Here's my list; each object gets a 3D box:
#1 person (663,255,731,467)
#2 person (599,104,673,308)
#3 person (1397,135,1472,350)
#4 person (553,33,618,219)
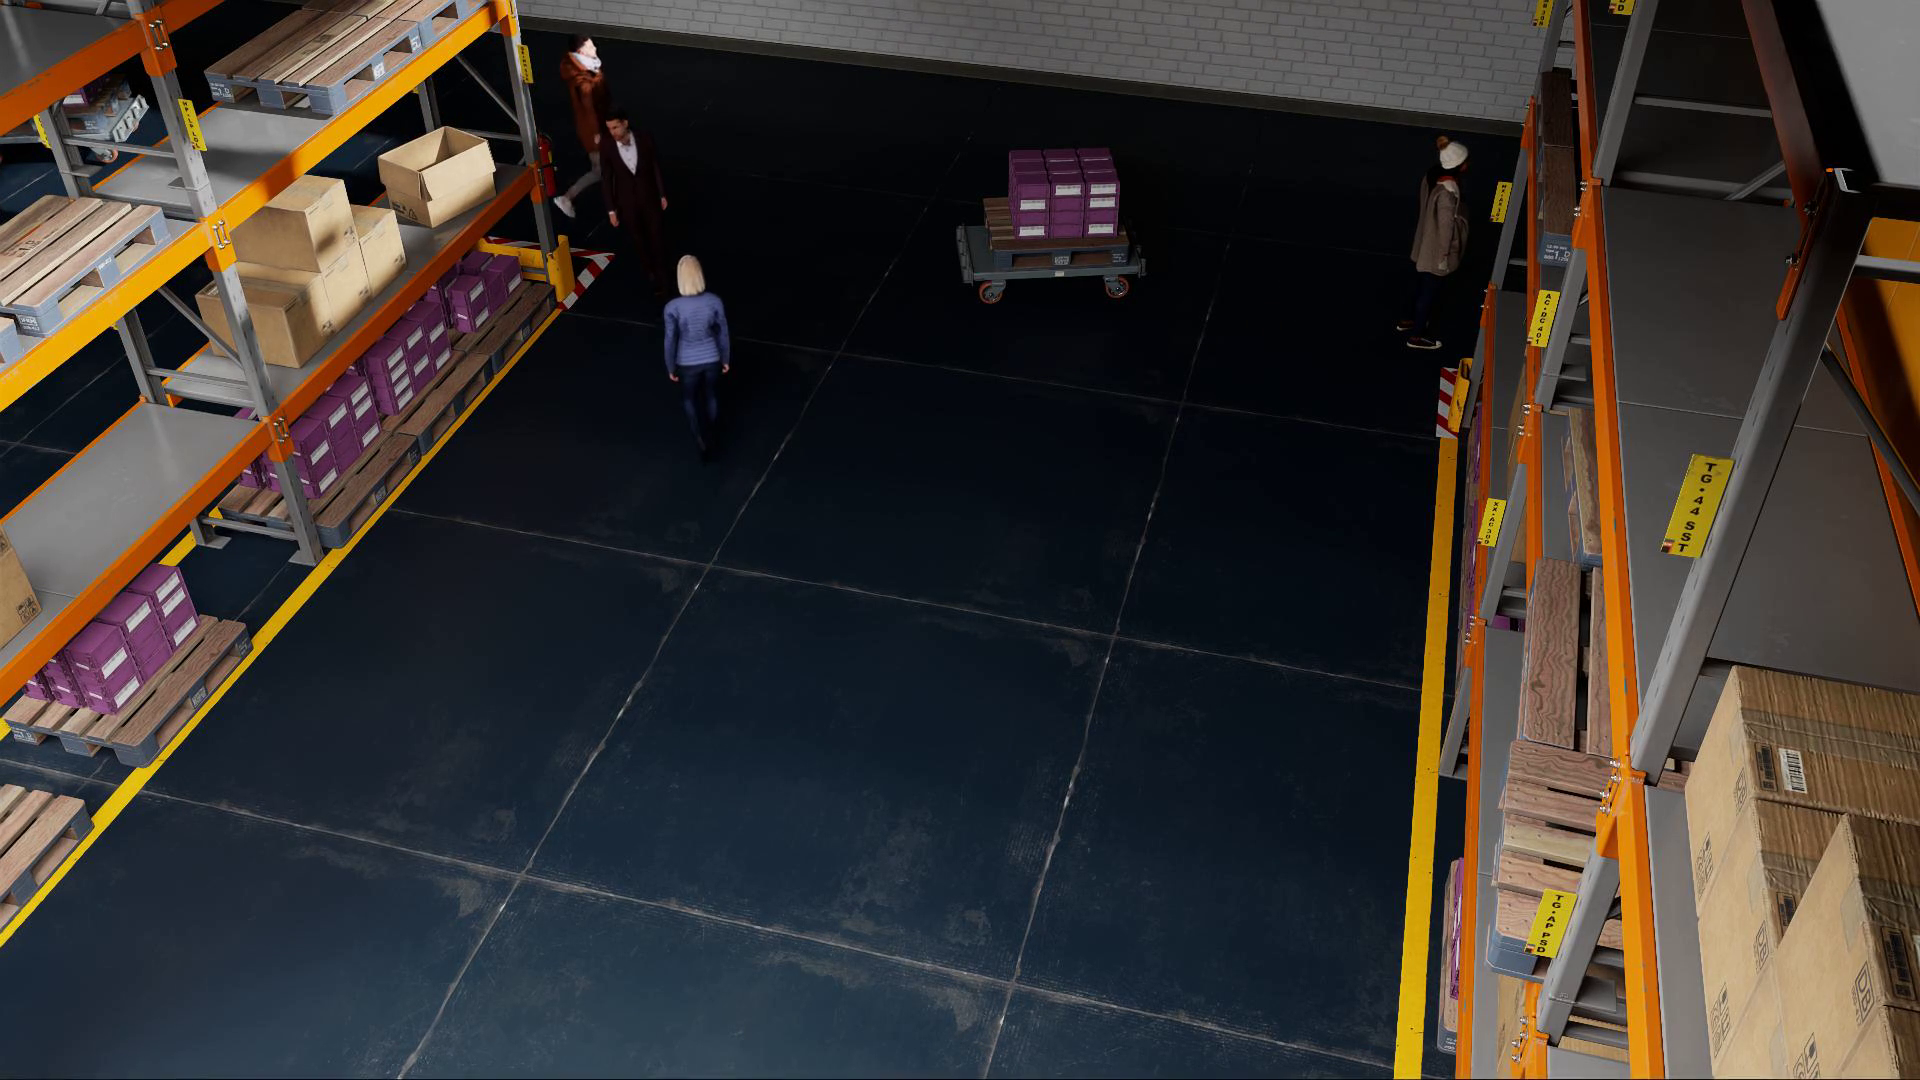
[{"bbox_3d":[-1.976,-1.339,12.663,0.927,1.731,1.042,-12,40,-15],"label":"person"},{"bbox_3d":[-2.849,-3.014,14.682,0.933,1.829,1.048,-9,39,-11],"label":"person"},{"bbox_3d":[3.992,-2.528,14.024,0.839,1.890,0.718,-3,39,-3],"label":"person"},{"bbox_3d":[-3.554,-3.894,15.797,1.137,1.813,1.165,-12,40,-15],"label":"person"}]
